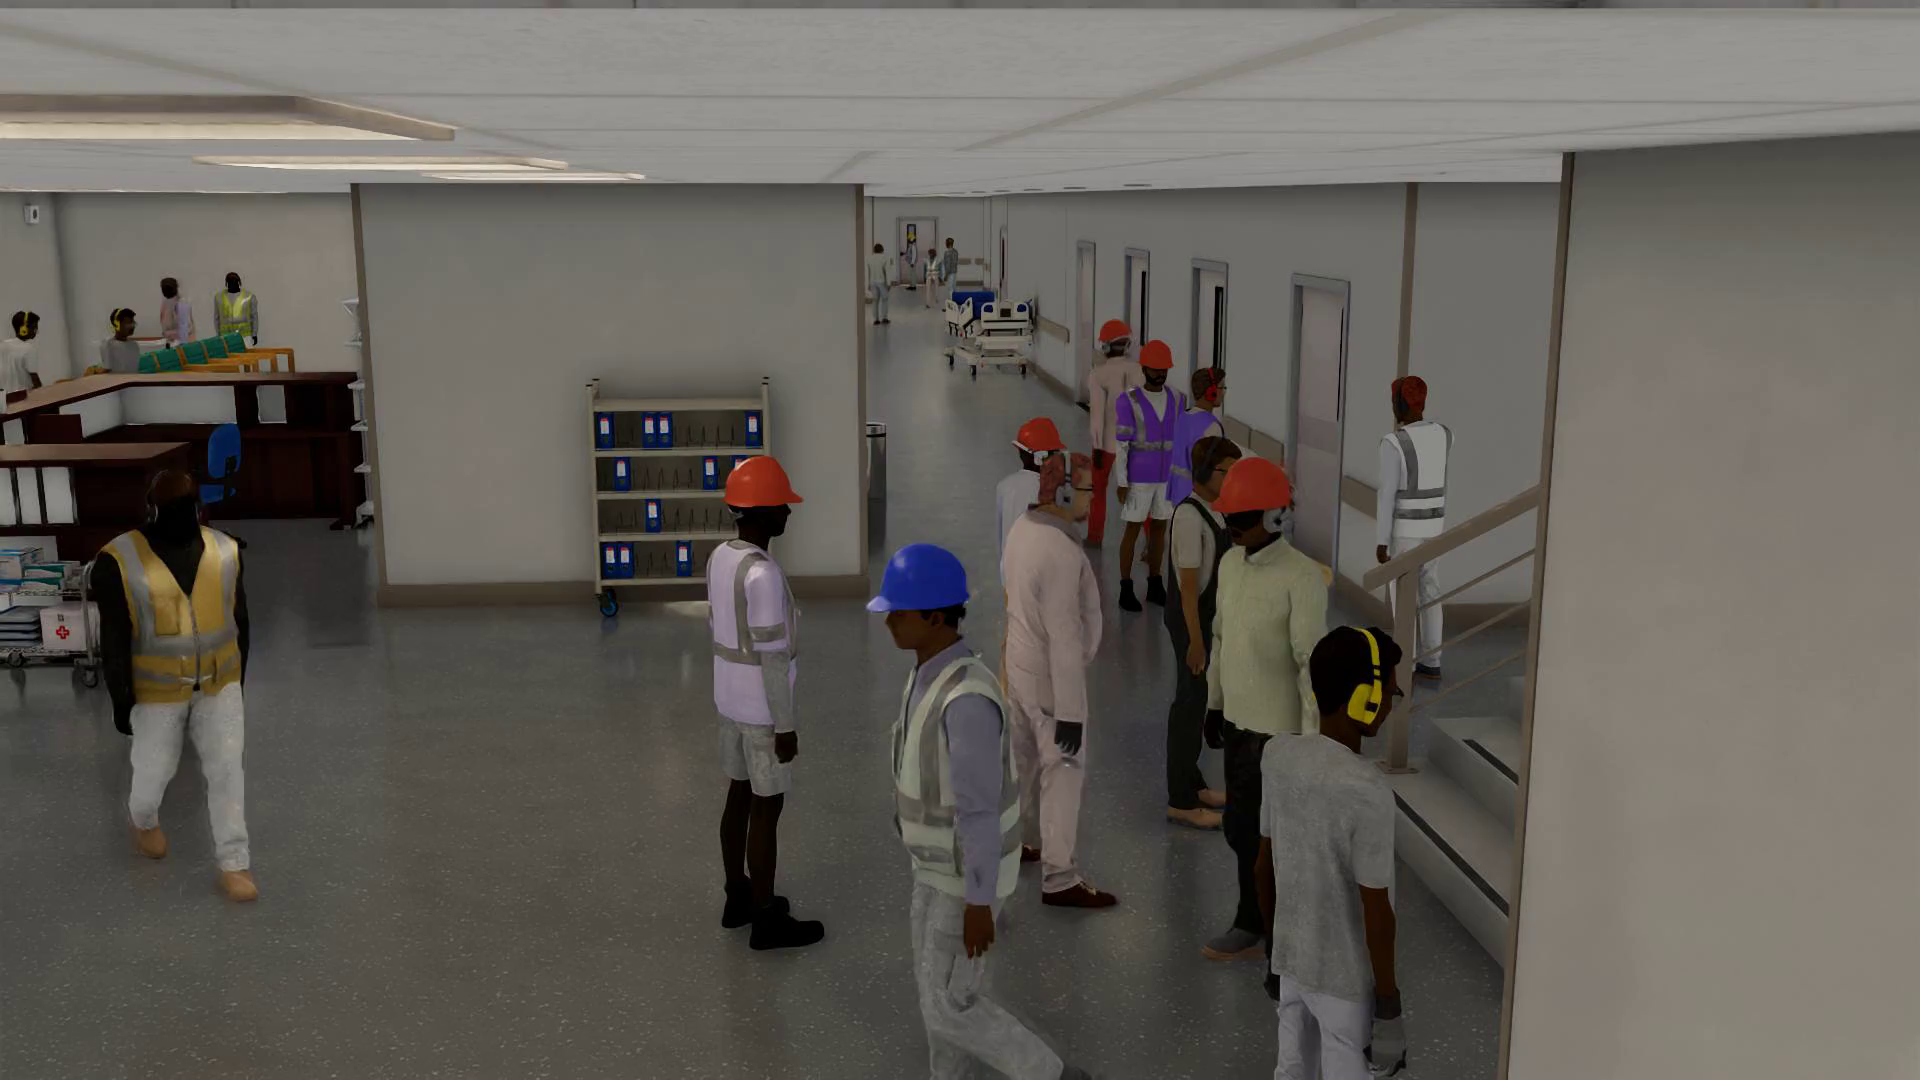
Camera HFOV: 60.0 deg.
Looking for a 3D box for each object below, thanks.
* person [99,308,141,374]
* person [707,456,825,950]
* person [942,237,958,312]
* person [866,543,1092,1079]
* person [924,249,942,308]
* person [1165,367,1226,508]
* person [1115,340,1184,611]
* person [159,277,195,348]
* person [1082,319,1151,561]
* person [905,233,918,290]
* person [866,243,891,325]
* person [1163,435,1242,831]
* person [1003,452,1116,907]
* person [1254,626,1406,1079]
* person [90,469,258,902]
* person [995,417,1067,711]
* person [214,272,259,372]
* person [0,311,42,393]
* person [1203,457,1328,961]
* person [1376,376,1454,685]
[{"bbox_3d":[-8.362,-1.390,16.636,0.494,1.846,0.560,3,12,16],"label":"person"},{"bbox_3d":[-0.777,0.633,6.520,0.360,1.939,0.543,-7,13,-30],"label":"person"},{"bbox_3d":[-0.258,-6.949,43.568,0.370,1.939,0.631,5,12,21],"label":"person"},{"bbox_3d":[0.025,0.955,4.943,0.586,1.937,0.643,-3,12,-15],"label":"person"},{"bbox_3d":[-0.742,-7.120,45.240,0.531,1.592,0.888,2,12,12],"label":"person"},{"bbox_3d":[1.560,-0.212,10.919,0.396,1.837,0.565,-3,12,-13],"label":"person"},{"bbox_3d":[1.370,-0.457,11.849,0.551,1.934,0.373,-6,13,-25],"label":"person"},{"bbox_3d":[-11.269,-2.879,24.005,0.683,1.814,0.467,11,16,44],"label":"person"},{"bbox_3d":[1.336,-0.807,13.528,0.627,1.961,0.945,-7,14,-31],"label":"person"},{"bbox_3d":[-1.574,-9.045,54.073,0.404,1.833,0.592,-2,12,-8],"label":"person"},{"bbox_3d":[-1.925,-6.027,39.159,0.649,1.908,0.516,5,13,23],"label":"person"},{"bbox_3d":[1.133,0.423,7.788,0.344,1.839,0.504,3,12,16],"label":"person"},{"bbox_3d":[0.392,0.567,6.980,0.410,1.905,0.670,-3,12,-14],"label":"person"},{"bbox_3d":[0.959,1.129,4.283,0.328,1.865,0.520,-6,13,-27],"label":"person"},{"bbox_3d":[-3.325,0.588,7.067,0.627,1.820,0.851,-10,15,-41],"label":"person"},{"bbox_3d":[0.412,0.205,9.062,0.338,1.752,0.565,-7,13,-30],"label":"person"},{"bbox_3d":[-10.810,-3.072,24.859,0.626,1.847,0.429,-2,12,-11],"label":"person"},{"bbox_3d":[-9.270,-1.332,16.388,0.533,1.825,0.703,7,13,30],"label":"person"},{"bbox_3d":[1.109,0.664,6.263,0.439,1.974,0.654,-4,12,-20],"label":"person"},{"bbox_3d":[2.728,-0.057,10.063,0.571,1.875,0.365,-7,14,-31],"label":"person"}]
